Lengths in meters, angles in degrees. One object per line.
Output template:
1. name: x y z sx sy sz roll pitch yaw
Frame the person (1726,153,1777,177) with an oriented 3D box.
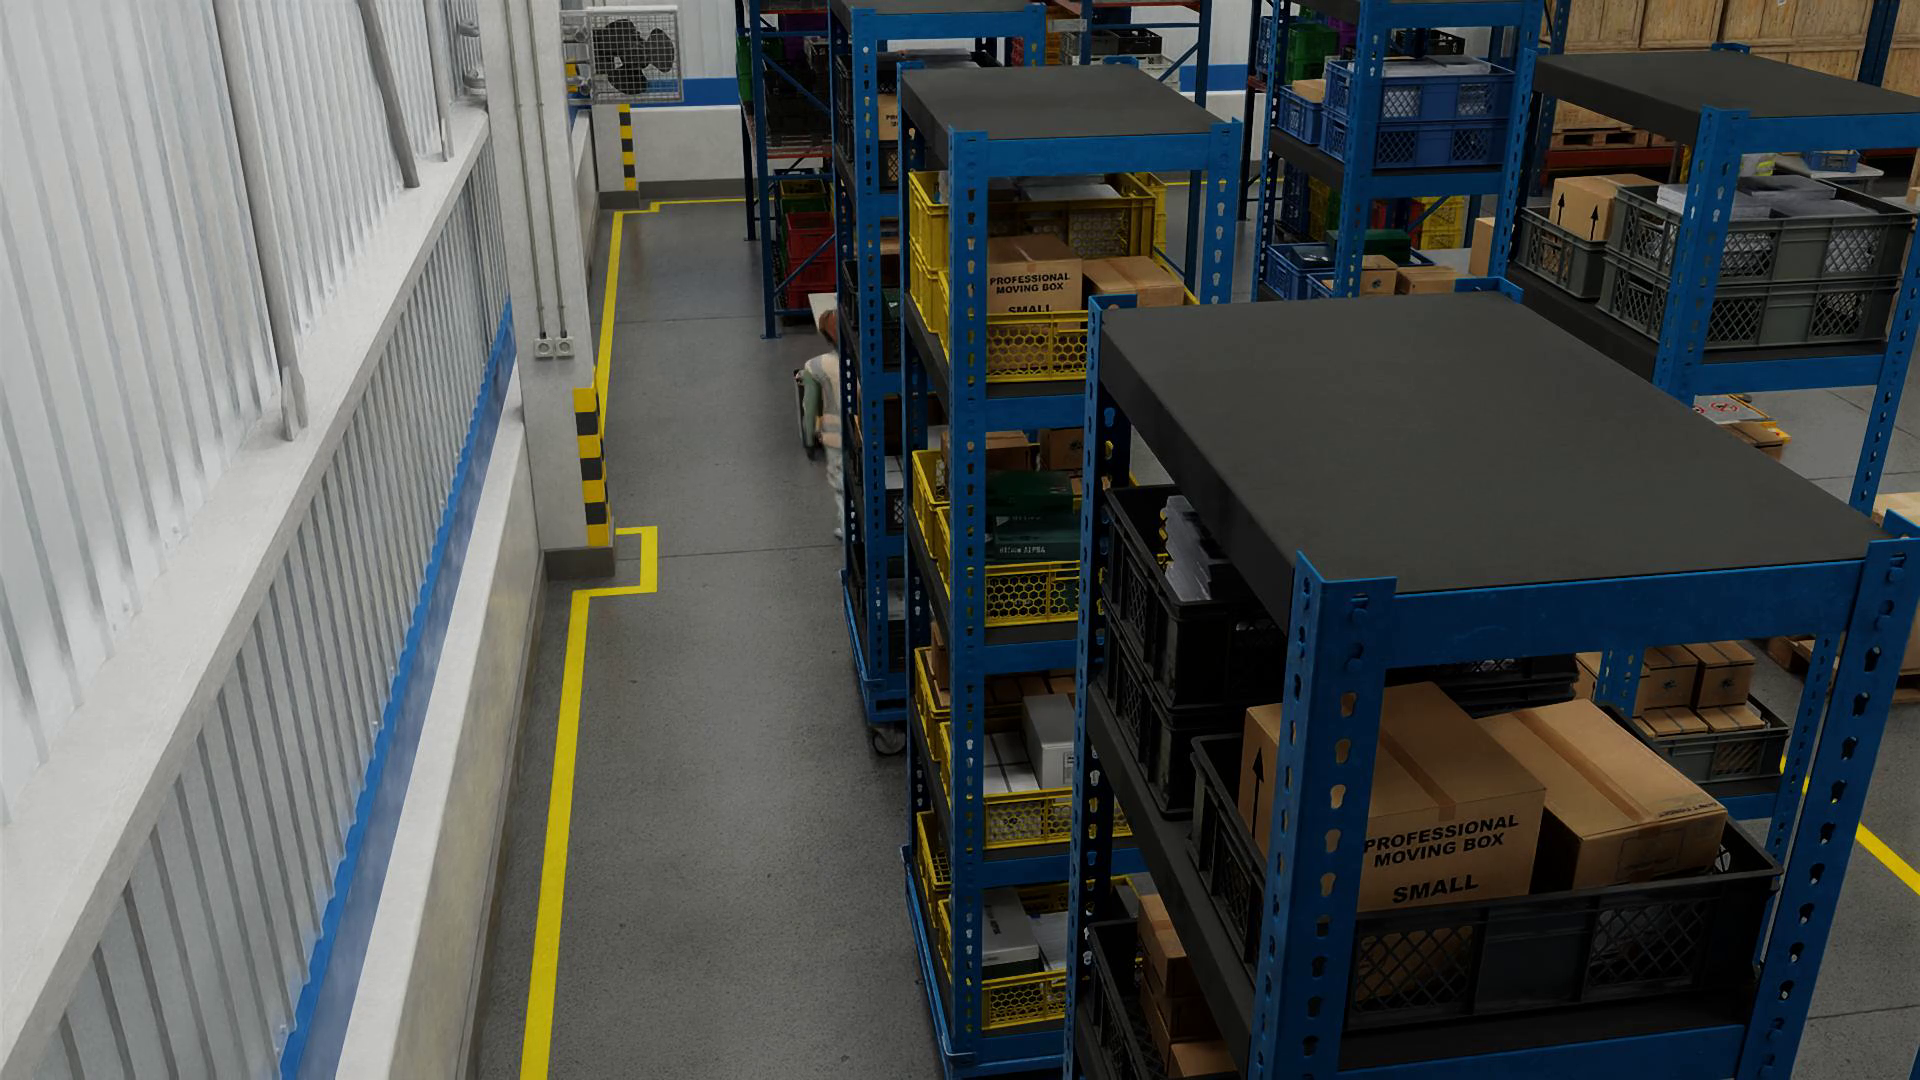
1. person: 7.511 -3.444 15.892 0.429 1.839 0.621 15 29 30

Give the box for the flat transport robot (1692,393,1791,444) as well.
1. flat transport robot: 5.224 -0.859 12.132 1.431 0.197 0.652 -4 25 -8

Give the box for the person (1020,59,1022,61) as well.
1. person: 0.710 -4.422 17.897 0.372 1.940 0.629 -7 26 -15

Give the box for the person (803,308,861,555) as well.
1. person: -0.660 -0.582 9.954 0.518 1.595 0.803 -8 26 -16

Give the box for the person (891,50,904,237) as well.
1. person: -0.628 -4.142 17.355 0.359 1.882 0.575 18 30 33
